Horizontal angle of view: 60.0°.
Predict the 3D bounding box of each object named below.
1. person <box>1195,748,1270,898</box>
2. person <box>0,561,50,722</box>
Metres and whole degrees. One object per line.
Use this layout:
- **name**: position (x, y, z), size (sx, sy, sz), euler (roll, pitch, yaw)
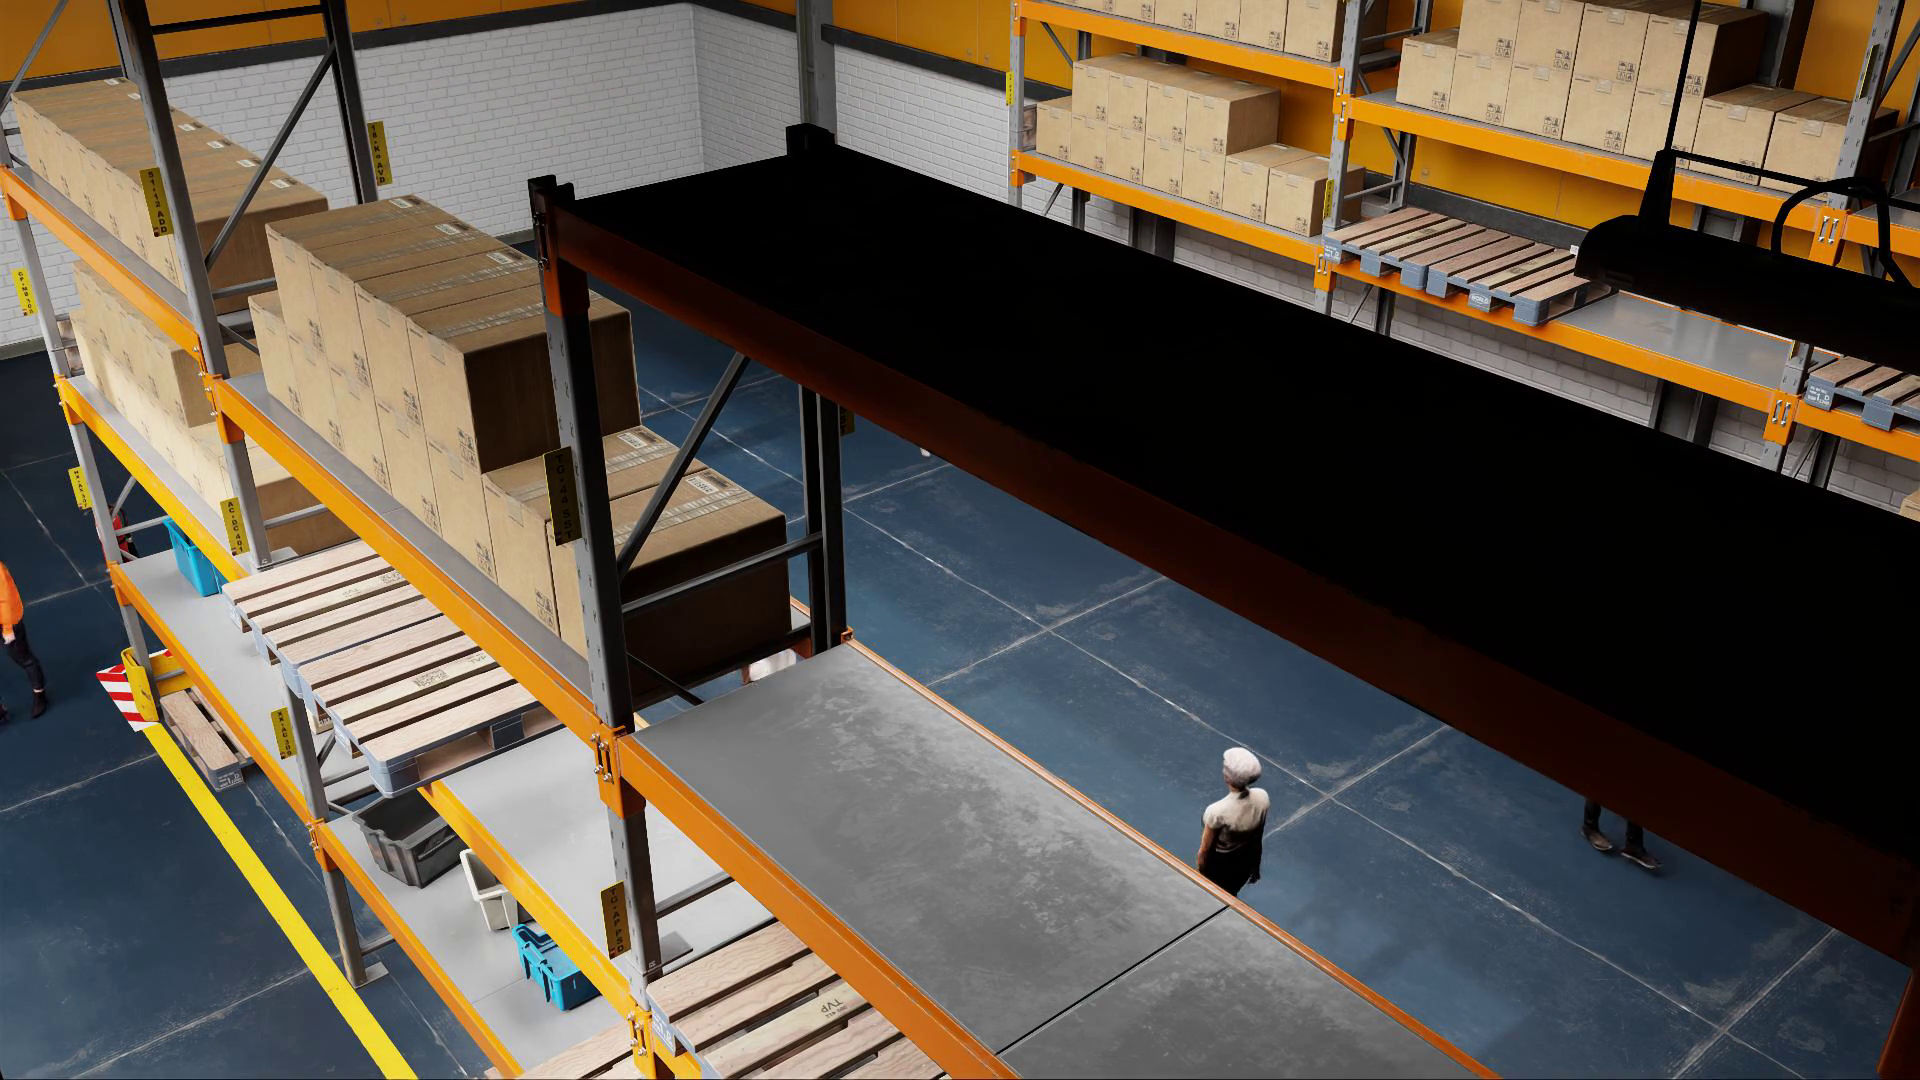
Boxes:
- **person**: position (1.640, 2.044, 9.874), size (0.647, 1.734, 0.963), euler (-20, 34, -31)
- **person**: position (-7.207, 0.580, 12.562), size (0.848, 1.732, 0.901), euler (4, 29, 7)
